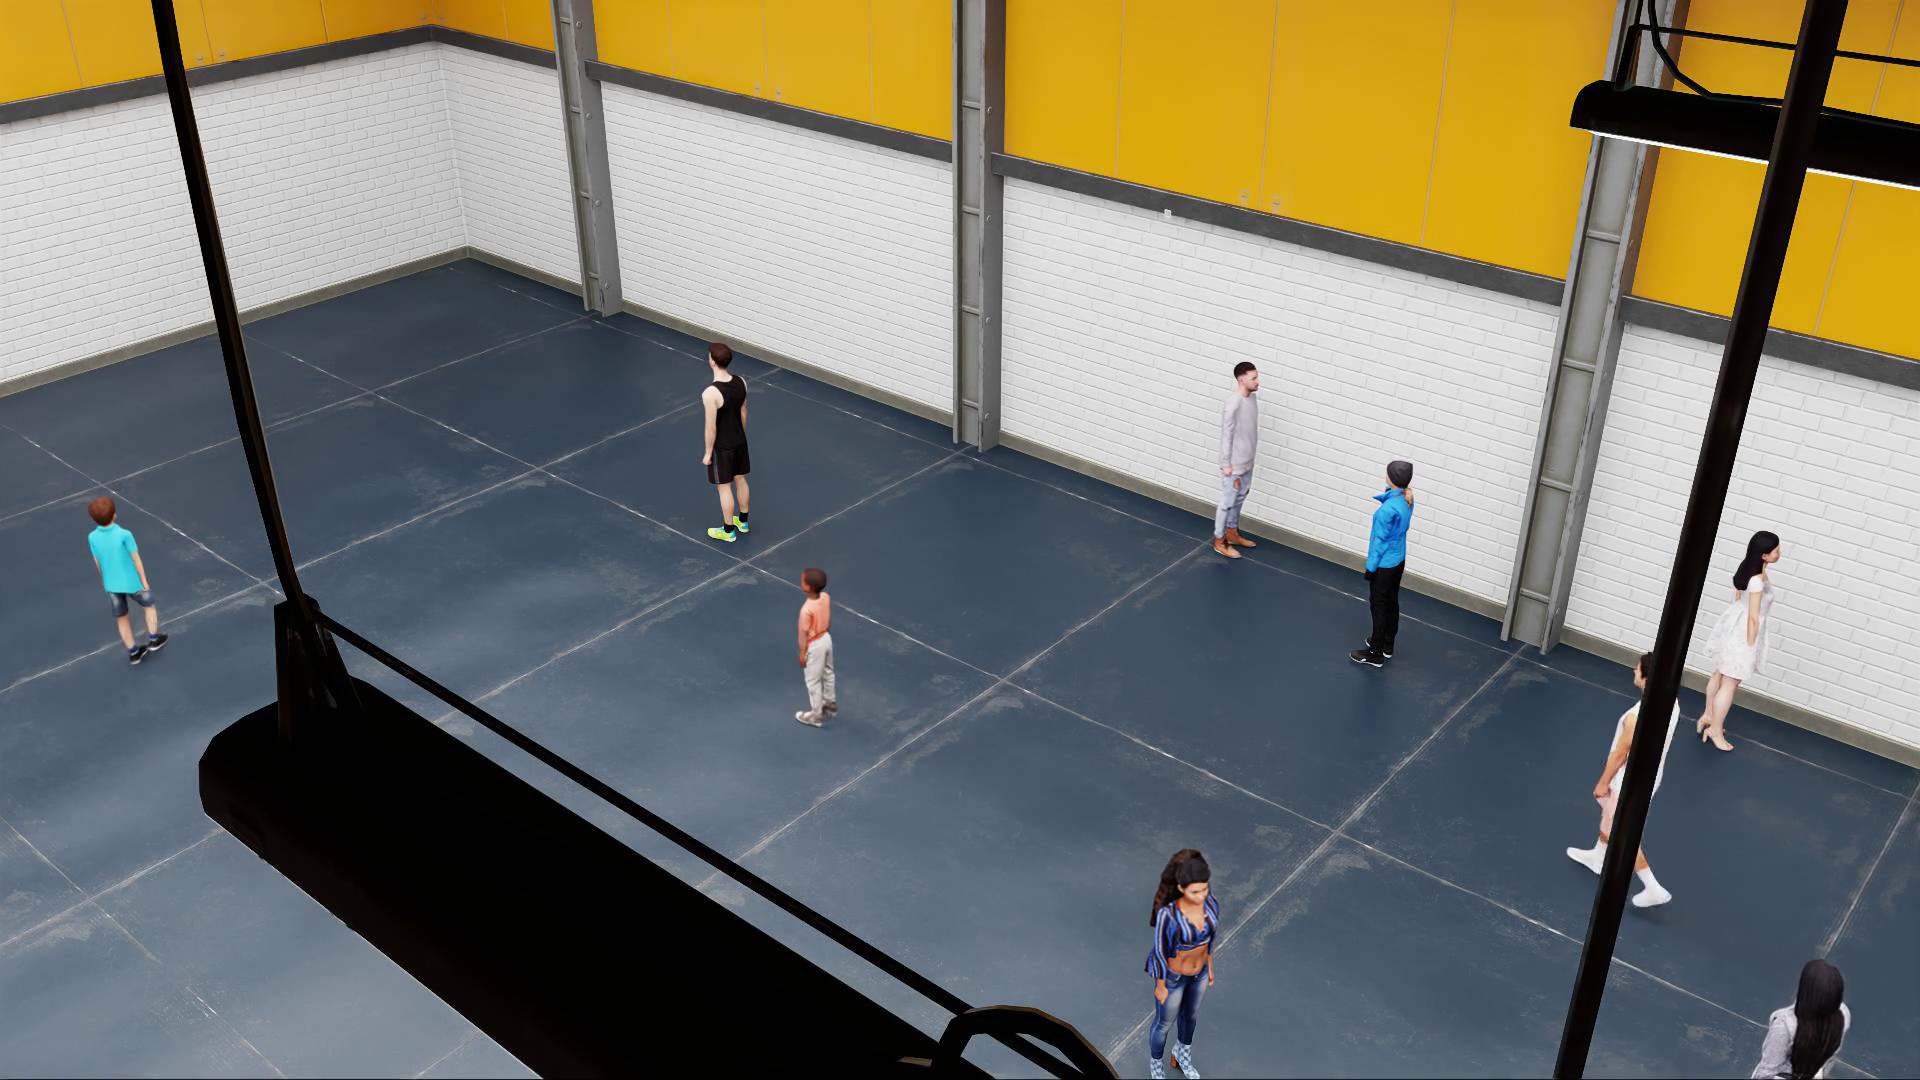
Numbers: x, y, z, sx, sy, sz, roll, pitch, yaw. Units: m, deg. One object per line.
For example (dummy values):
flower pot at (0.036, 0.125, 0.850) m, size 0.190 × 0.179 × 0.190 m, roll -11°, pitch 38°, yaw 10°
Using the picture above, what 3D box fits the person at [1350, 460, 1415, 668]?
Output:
person at (3.402, 0.180, 13.215) m, size 0.517 × 1.797 × 0.616 m, roll 23°, pitch 36°, yaw 36°

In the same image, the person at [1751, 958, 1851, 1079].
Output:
person at (4.201, 2.811, 8.468) m, size 0.666 × 1.724 × 0.701 m, roll -5°, pitch 29°, yaw -10°

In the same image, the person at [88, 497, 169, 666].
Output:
person at (-6.707, 0.350, 13.276) m, size 0.699 × 1.441 × 0.759 m, roll -2°, pitch 29°, yaw -3°

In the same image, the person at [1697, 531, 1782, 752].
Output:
person at (5.744, 0.728, 12.235) m, size 0.786 × 1.774 × 0.760 m, roll 6°, pitch 29°, yaw 11°

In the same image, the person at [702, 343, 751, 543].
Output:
person at (-2.114, -0.889, 15.077) m, size 0.593 × 1.892 × 0.690 m, roll 19°, pitch 34°, yaw 31°

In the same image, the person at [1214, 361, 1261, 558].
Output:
person at (2.476, -0.744, 14.866) m, size 0.585 × 1.839 × 0.682 m, roll 19°, pitch 34°, yaw 31°

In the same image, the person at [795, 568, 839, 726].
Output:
person at (-1.079, 0.794, 12.600) m, size 0.511 × 1.308 × 0.508 m, roll 16°, pitch 33°, yaw 27°

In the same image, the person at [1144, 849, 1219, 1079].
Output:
person at (1.243, 2.419, 9.299) m, size 0.674 × 1.617 × 0.661 m, roll -15°, pitch 32°, yaw -26°

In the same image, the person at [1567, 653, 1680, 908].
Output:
person at (4.383, 1.583, 10.681) m, size 0.783 × 1.760 × 1.091 m, roll -21°, pitch 35°, yaw -33°
